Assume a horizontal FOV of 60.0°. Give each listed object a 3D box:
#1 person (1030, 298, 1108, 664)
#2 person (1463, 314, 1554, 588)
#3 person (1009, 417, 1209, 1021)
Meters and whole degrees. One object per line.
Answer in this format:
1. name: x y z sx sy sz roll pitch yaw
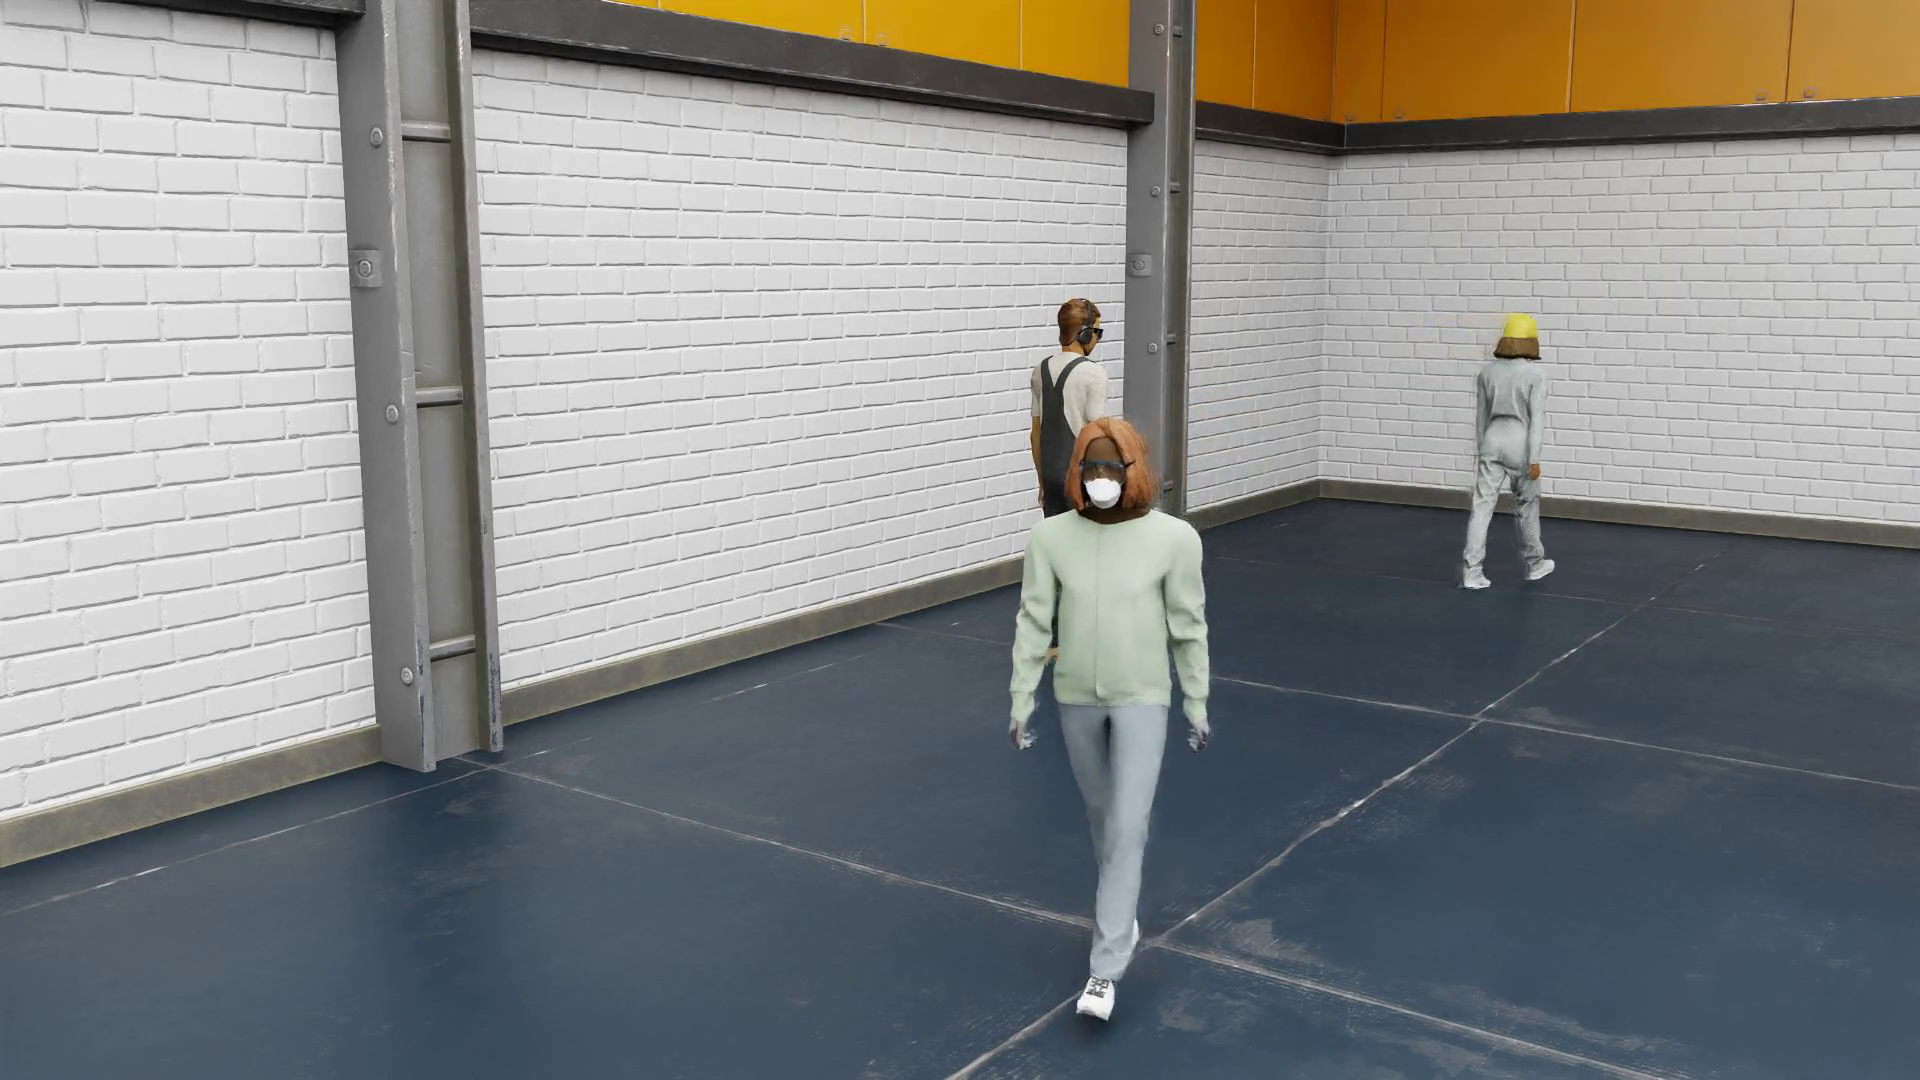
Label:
1. person: 0.566 -0.269 8.239 0.345 1.840 0.504 -8 13 -41
2. person: 3.433 -0.557 10.363 0.895 1.688 0.504 -9 13 -42
3. person: 0.377 0.472 4.517 0.527 1.592 0.827 4 10 23
